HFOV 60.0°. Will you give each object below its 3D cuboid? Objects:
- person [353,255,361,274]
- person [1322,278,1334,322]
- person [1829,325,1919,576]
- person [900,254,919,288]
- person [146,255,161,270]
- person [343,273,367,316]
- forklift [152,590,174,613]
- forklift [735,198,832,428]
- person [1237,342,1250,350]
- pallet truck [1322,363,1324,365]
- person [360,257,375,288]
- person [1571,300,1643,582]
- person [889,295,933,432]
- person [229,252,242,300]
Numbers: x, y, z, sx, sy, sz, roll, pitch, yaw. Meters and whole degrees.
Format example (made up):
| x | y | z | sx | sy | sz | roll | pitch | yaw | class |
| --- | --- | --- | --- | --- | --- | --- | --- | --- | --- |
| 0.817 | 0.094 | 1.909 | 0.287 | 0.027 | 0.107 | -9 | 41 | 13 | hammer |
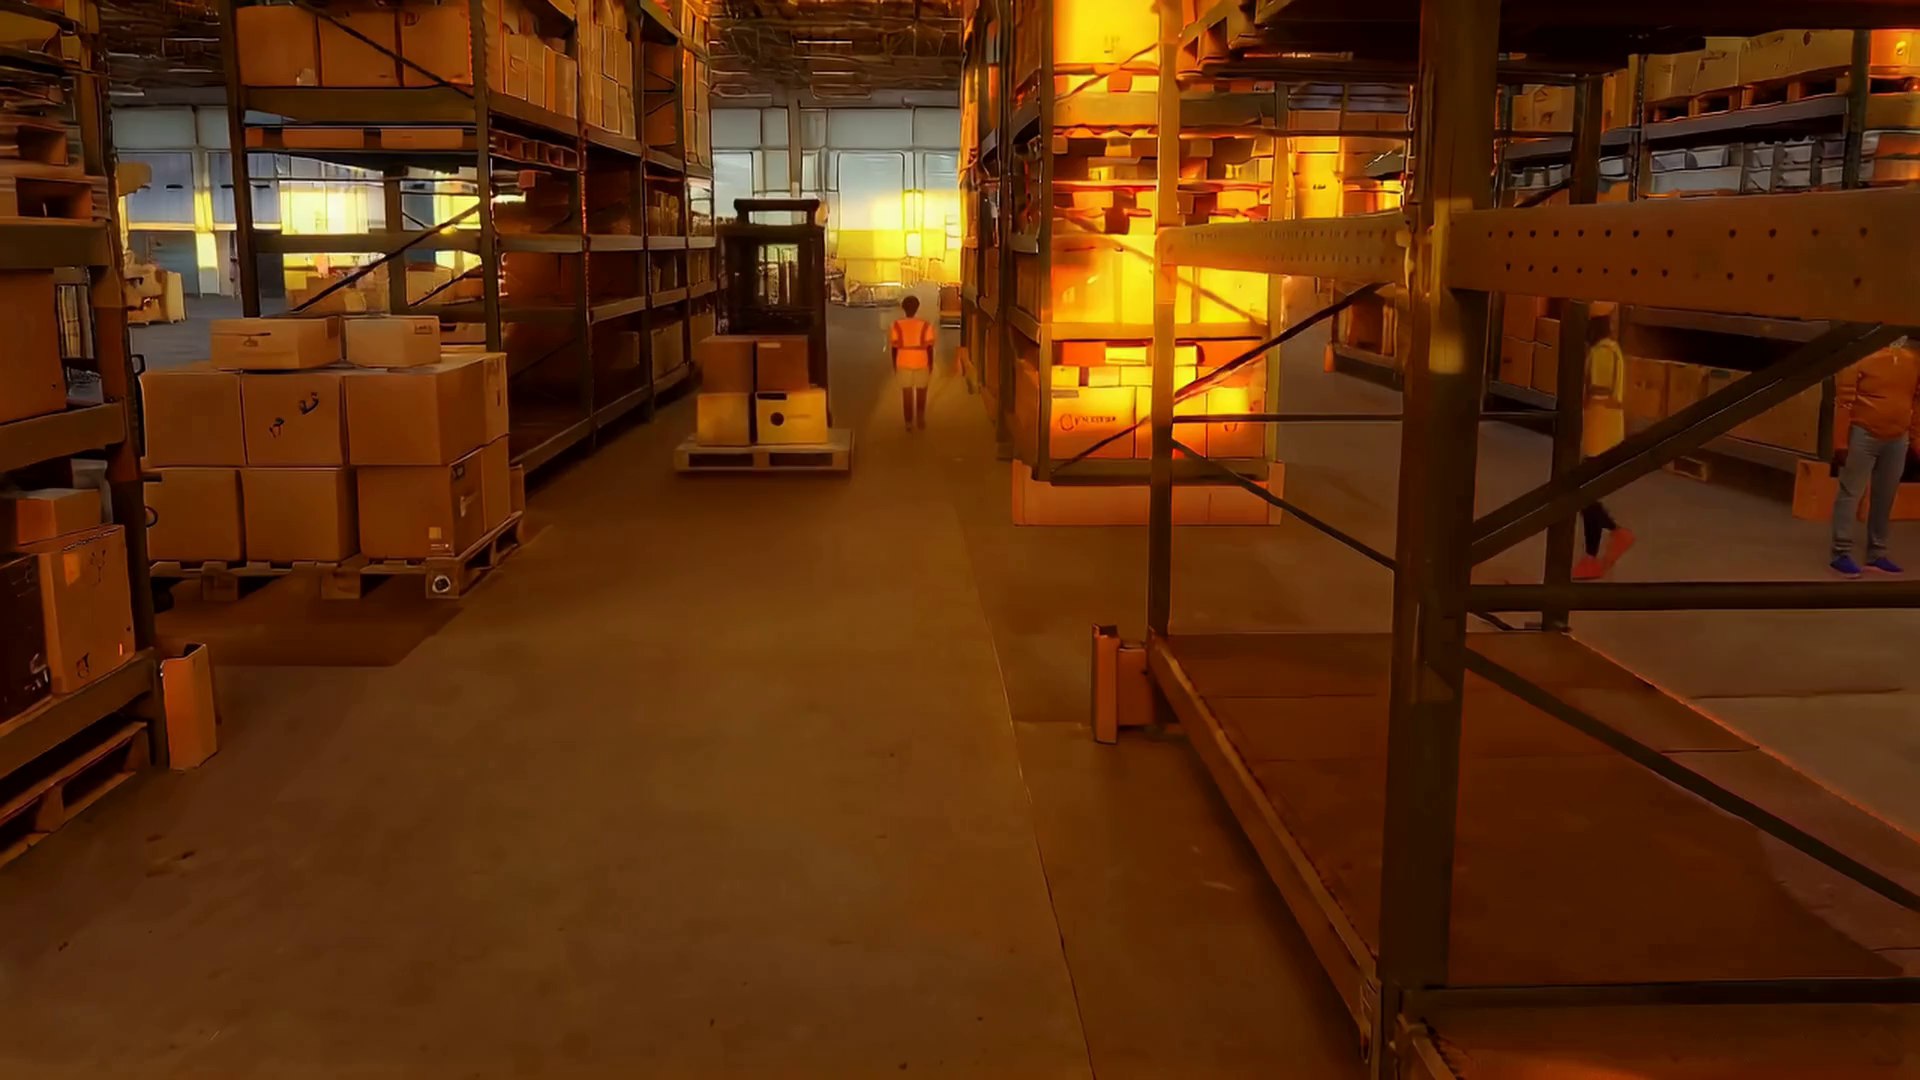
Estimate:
| x | y | z | sx | sy | sz | roll | pitch | yaw | class |
| --- | --- | --- | --- | --- | --- | --- | --- | --- | --- |
| -23.162 | -10.062 | 64.143 | 0.947 | 1.820 | 0.498 | -4 | 11 | -21 | person |
| 10.865 | -7.355 | 48.721 | 0.349 | 1.935 | 0.635 | -7 | 12 | -34 | person |
| 6.468 | -0.691 | 11.720 | 0.642 | 1.900 | 0.400 | -1 | 10 | -8 | person |
| -1.672 | -8.501 | 55.106 | 0.636 | 1.936 | 0.354 | -1 | 10 | -5 | person |
| -31.665 | -10.297 | 65.407 | 0.430 | 1.831 | 0.656 | 5 | 11 | 24 | person |
| -12.450 | -4.647 | 34.283 | 0.347 | 1.722 | 0.660 | 5 | 11 | 24 | person |
| -5.858 | -0.811 | 9.639 | 1.873 | 2.768 | 1.129 | -1 | 10 | -3 | forklift |
| -2.076 | -2.517 | 19.141 | 1.129 | 2.768 | 1.873 | 0 | 10 | -2 | forklift |
| 6.283 | -4.863 | 35.590 | 0.741 | 1.667 | 0.540 | -2 | 10 | -12 | person |
| 7.712 | -4.157 | 30.737 | 1.885 | 1.965 | 0.823 | 3 | 11 | 16 | pallet truck |
| -16.284 | -6.841 | 45.946 | 0.680 | 1.905 | 0.623 | 4 | 11 | 21 | person |
| 4.371 | -0.701 | 11.420 | 0.529 | 2.020 | 0.600 | 3 | 11 | 17 | person |
| -0.605 | -2.169 | 20.505 | 0.547 | 1.684 | 0.365 | -1 | 10 | -3 | person |
| -28.847 | -10.525 | 66.444 | 0.743 | 1.917 | 0.606 | 2 | 10 | 11 | person |
